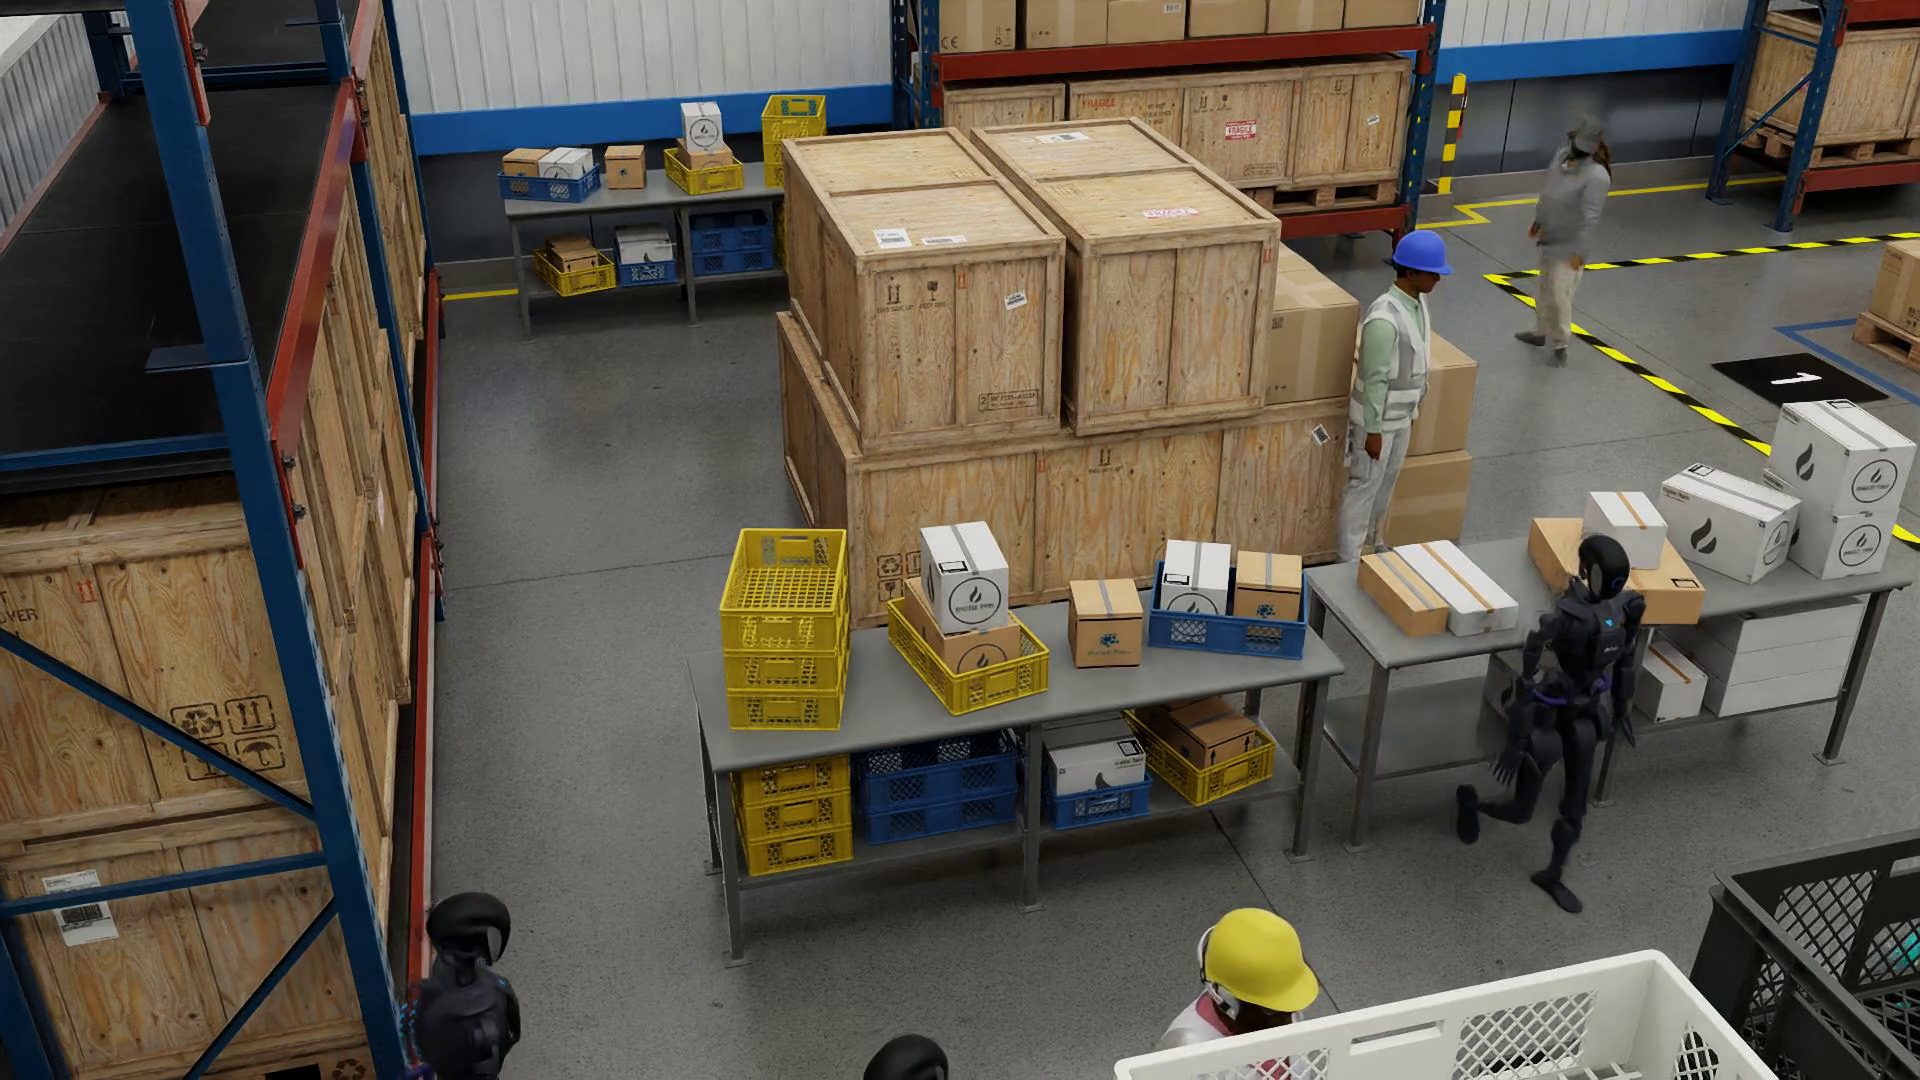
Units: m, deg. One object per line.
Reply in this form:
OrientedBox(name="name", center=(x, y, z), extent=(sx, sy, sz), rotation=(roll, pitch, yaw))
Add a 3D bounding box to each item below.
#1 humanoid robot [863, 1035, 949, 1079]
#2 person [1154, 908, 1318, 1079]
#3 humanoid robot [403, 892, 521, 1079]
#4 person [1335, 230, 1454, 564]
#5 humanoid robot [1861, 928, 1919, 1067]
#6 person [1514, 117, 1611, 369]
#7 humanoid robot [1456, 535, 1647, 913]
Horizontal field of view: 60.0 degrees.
OrientedBox(name="humanoid robot", center=(-0.142, 1.898, 4.198), extent=(0.599, 1.655, 0.315), rotation=(10, 30, 17))
OrientedBox(name="person", center=(0.715, 1.703, 4.402), extent=(0.403, 1.834, 0.588), rotation=(21, 35, 33))
OrientedBox(name="humanoid robot", center=(-1.404, 1.689, 4.658), extent=(0.798, 1.611, 0.589), rotation=(-16, 33, -27))
OrientedBox(name="person", center=(2.225, -0.667, 8.601), extent=(0.412, 1.939, 0.608), rotation=(18, 34, 30))
OrientedBox(name="humanoid robot", center=(3.174, 1.216, 5.450), extent=(0.712, 1.833, 0.550), rotation=(3, 29, 6))
OrientedBox(name="person", center=(4.115, -2.063, 11.352), extent=(0.368, 1.733, 0.722), rotation=(-4, 29, -8))
OrientedBox(name="humanoid robot", center=(2.321, 0.650, 6.494), extent=(0.614, 1.639, 0.621), rotation=(-12, 31, -20))
